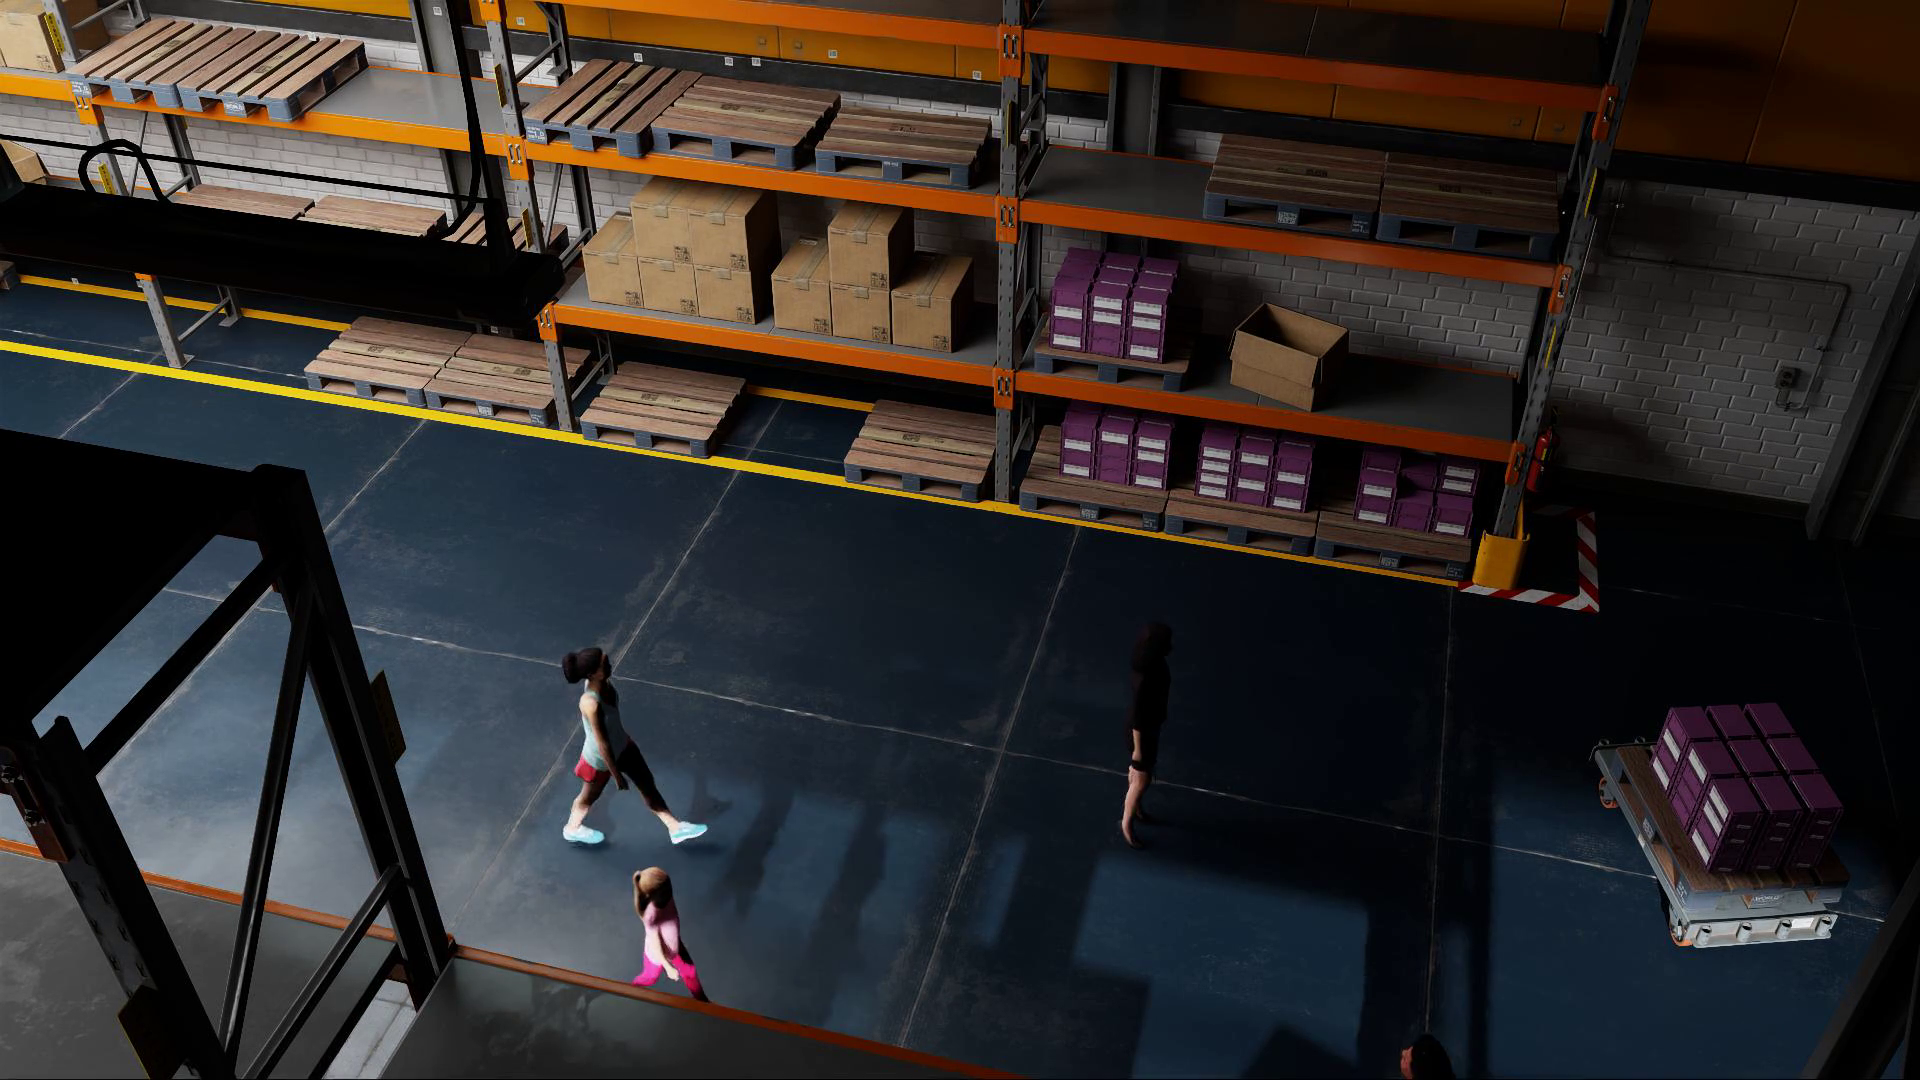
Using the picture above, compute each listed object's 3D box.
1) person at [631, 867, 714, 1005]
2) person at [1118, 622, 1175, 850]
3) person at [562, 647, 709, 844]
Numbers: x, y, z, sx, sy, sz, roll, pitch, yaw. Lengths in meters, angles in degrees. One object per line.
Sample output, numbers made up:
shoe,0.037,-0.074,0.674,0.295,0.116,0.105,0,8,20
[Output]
person,-1.784,2.360,9.646,0.895,1.248,0.485,10,40,12
person,1.150,1.210,10.640,0.507,1.803,0.614,13,40,16
person,-2.307,1.369,10.516,1.254,1.711,0.798,2,39,2
